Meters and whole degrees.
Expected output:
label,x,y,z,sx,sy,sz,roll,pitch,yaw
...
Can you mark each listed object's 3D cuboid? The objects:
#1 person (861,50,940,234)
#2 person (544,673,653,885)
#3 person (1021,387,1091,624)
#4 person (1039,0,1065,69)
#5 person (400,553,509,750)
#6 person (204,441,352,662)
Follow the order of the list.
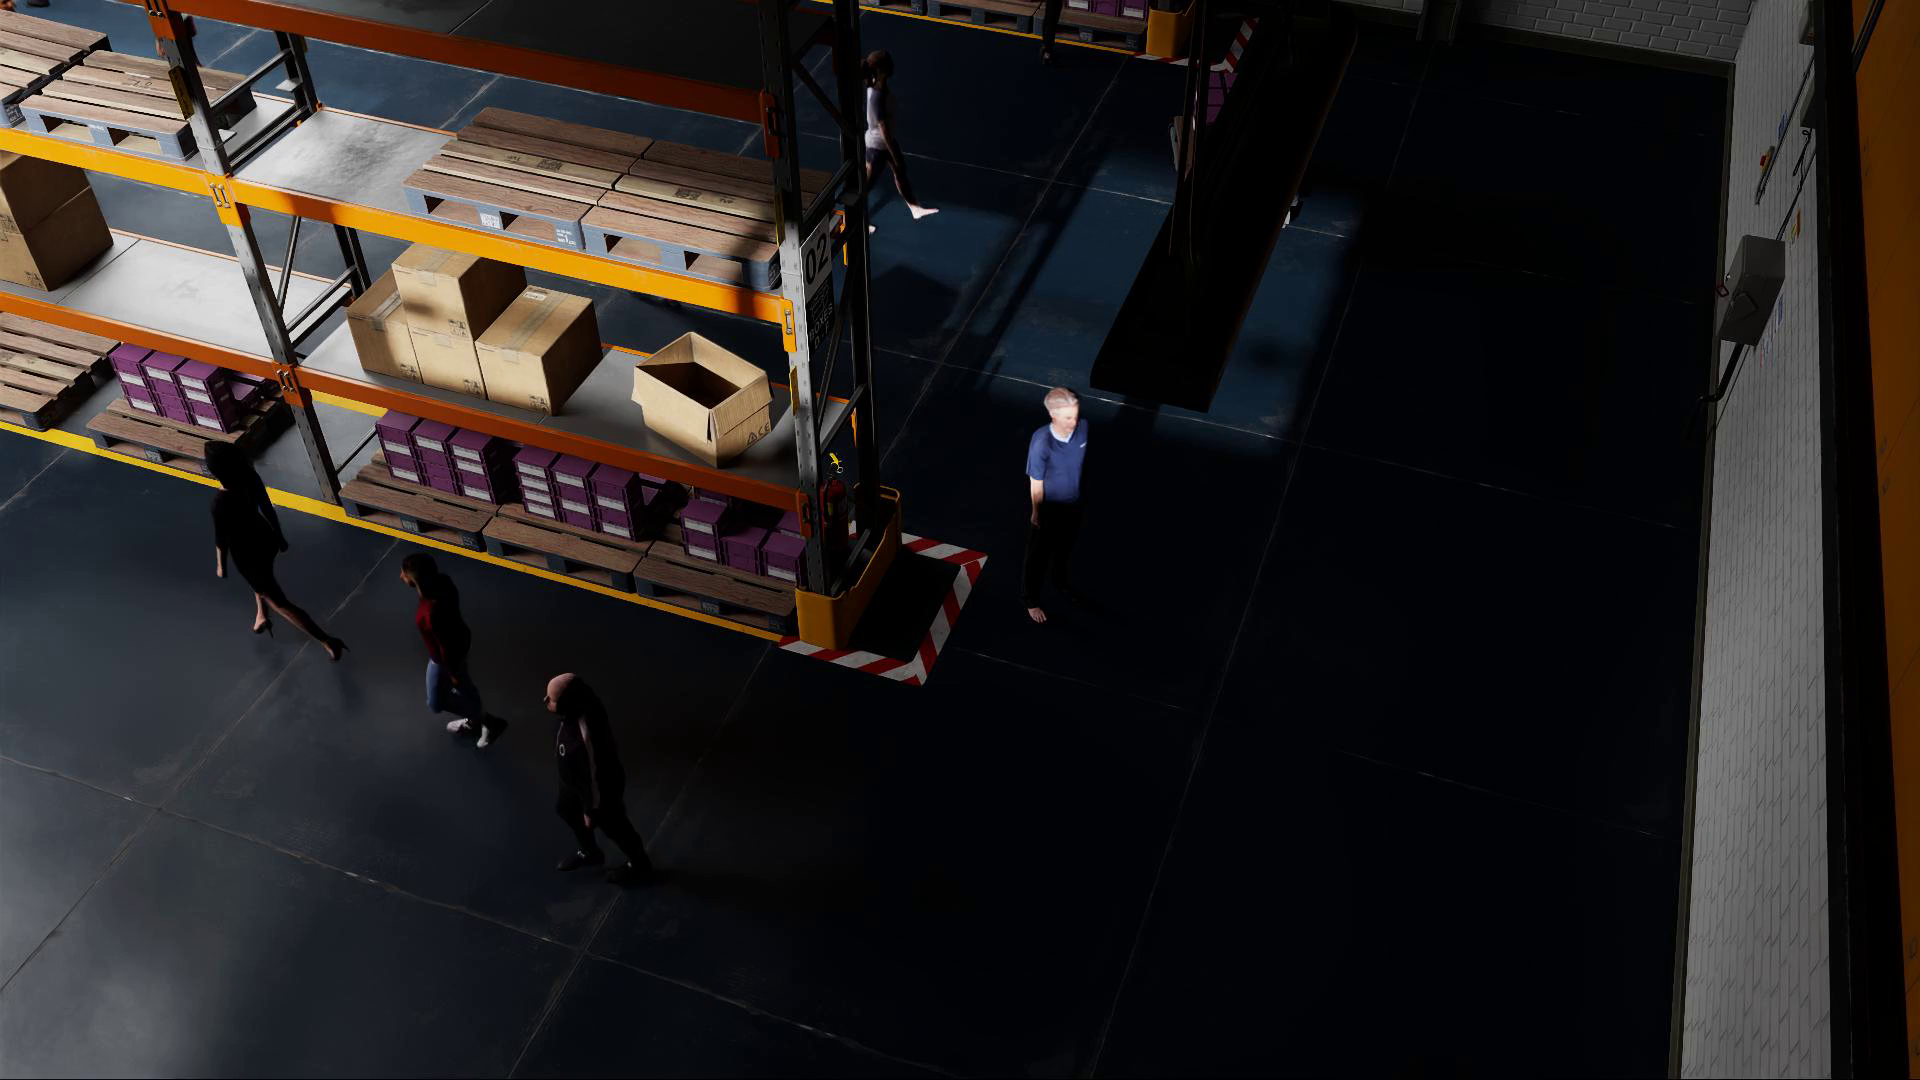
label,x,y,z,sx,sy,sz,roll,pitch,yaw
person,-0.788,-3.435,14.534,1.111,1.734,0.803,0,44,0
person,-1.982,1.346,9.455,0.974,1.815,0.915,-17,46,-17
person,0.641,-0.263,11.104,0.739,1.871,0.739,-28,50,-26
person,0.946,-5.634,16.896,0.637,1.658,0.655,-2,44,-2
person,-3.083,0.679,10.297,0.785,1.621,0.727,-3,44,-3
person,-4.467,0.145,10.756,1.106,1.761,0.662,11,45,11
